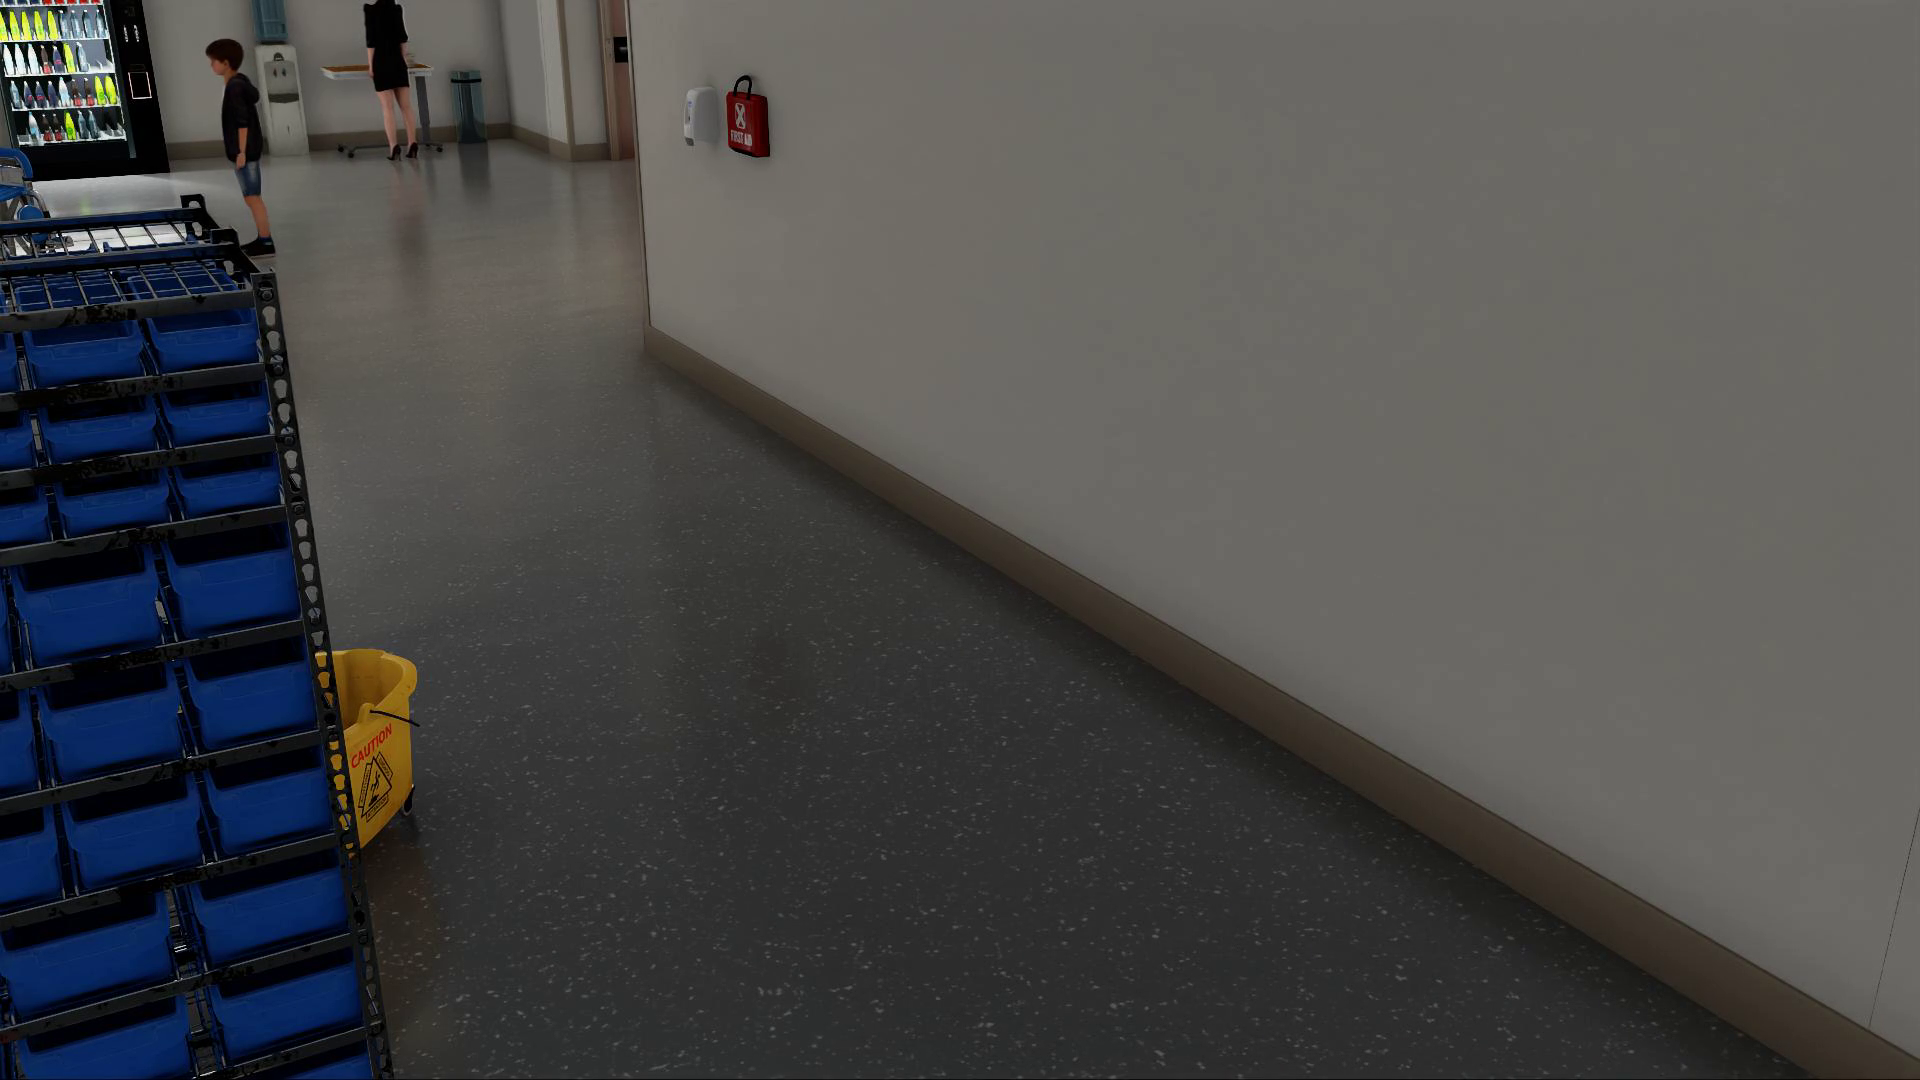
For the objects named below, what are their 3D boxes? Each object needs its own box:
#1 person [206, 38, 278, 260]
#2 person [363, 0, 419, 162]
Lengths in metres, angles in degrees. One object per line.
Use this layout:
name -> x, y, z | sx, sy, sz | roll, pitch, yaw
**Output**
person -> -4.866, -2.656, 11.296 | 0.553, 1.448, 0.571 | -7, 22, -19
person -> -5.371, -4.454, 15.694 | 0.723, 1.696, 0.601 | 14, 25, 32
